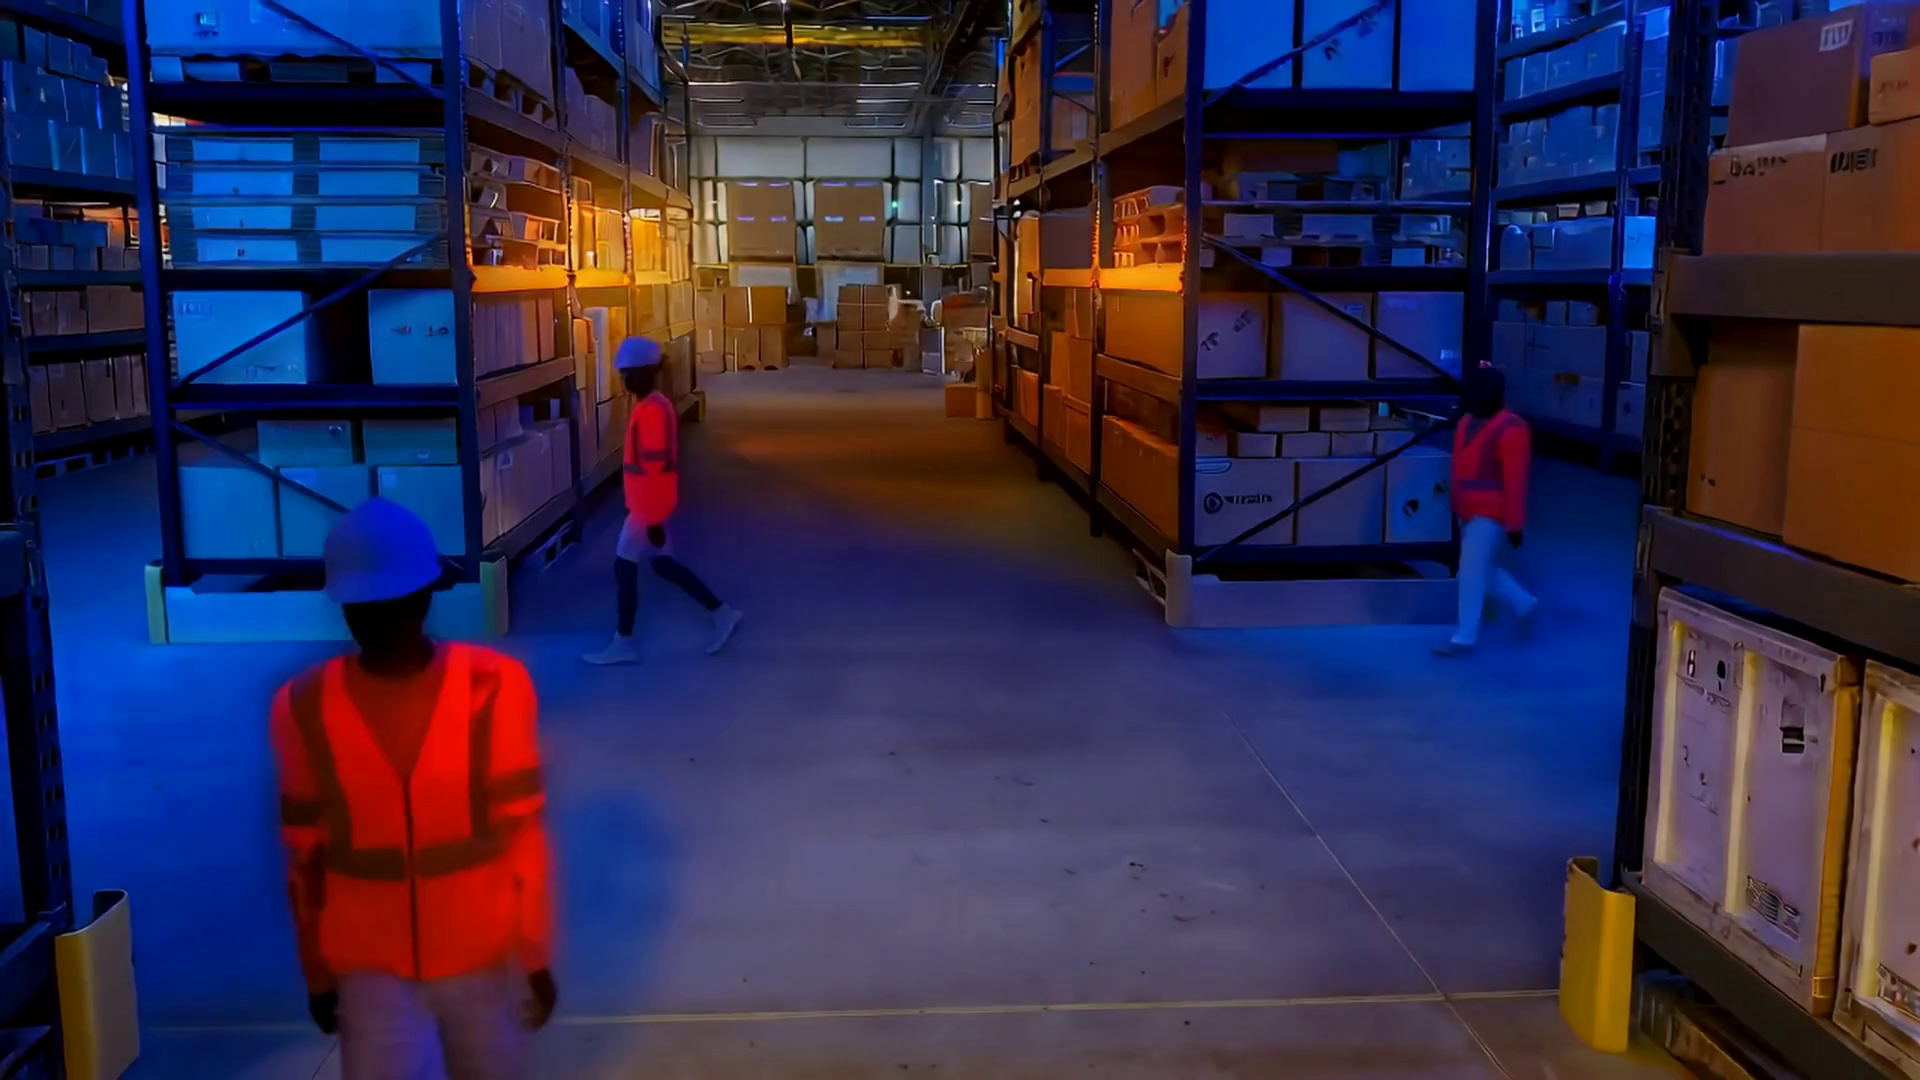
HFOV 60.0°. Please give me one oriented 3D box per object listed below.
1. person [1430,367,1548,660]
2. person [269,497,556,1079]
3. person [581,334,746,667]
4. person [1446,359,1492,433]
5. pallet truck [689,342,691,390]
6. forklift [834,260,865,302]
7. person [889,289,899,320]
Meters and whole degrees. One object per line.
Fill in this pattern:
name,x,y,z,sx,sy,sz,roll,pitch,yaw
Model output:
person,3.310,-0.171,10.280,0.812,1.809,0.612,-2,9,-11
person,-1.166,0.838,3.611,0.556,1.920,0.789,-2,9,-15
person,-1.798,-0.233,10.006,0.943,2.017,0.613,-1,9,-3
person,5.949,-1.550,19.450,0.514,1.639,0.311,0,9,1
pallet truck,-5.225,-3.008,27.480,1.885,1.965,0.823,2,9,14
forklift,-3.397,-7.252,51.369,1.129,2.768,1.873,-1,9,-4
person,-2.414,-7.795,57.883,0.819,1.908,0.672,2,9,13
